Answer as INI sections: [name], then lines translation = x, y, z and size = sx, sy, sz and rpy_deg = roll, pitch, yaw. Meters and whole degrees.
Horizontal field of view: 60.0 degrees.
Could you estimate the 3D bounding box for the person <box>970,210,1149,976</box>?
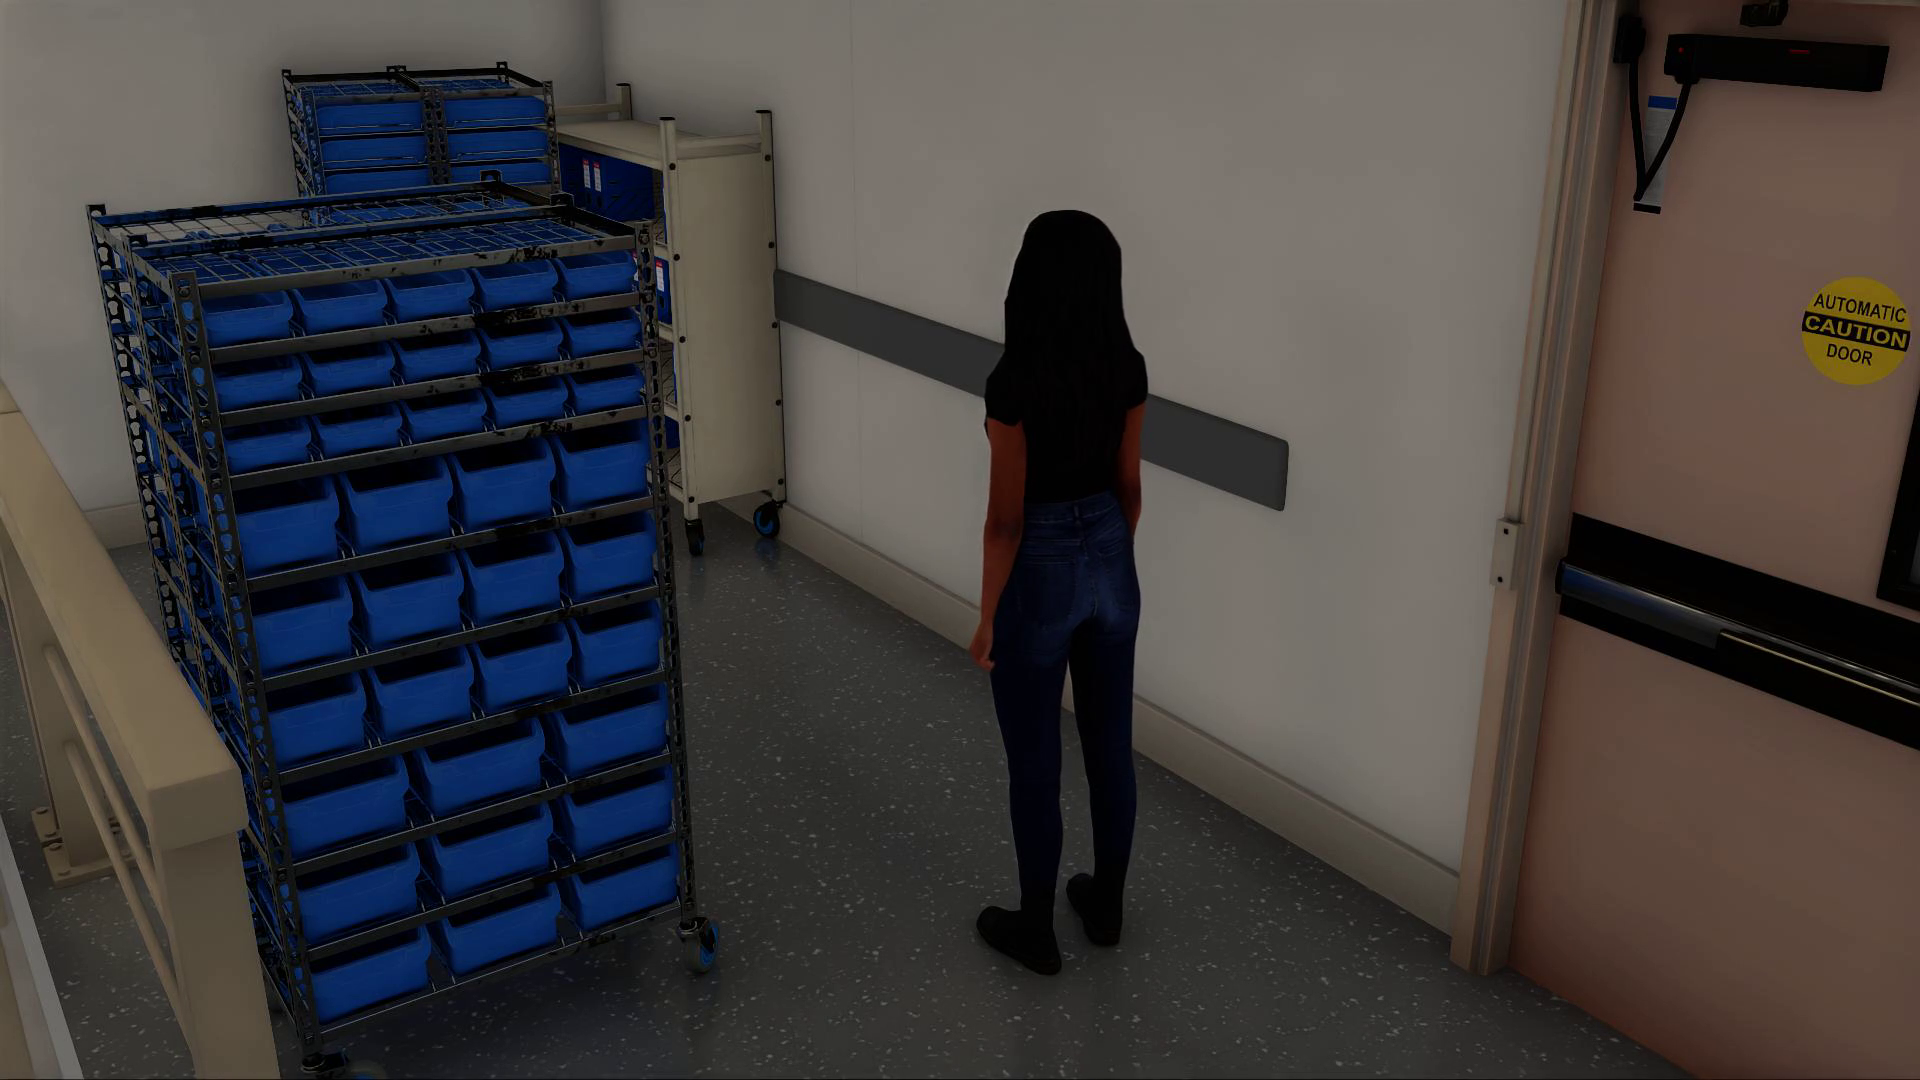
[person]
translation = 0.233, 0.142, 3.665
size = 0.574, 1.739, 0.547
rpy_deg = -11, 24, -27
